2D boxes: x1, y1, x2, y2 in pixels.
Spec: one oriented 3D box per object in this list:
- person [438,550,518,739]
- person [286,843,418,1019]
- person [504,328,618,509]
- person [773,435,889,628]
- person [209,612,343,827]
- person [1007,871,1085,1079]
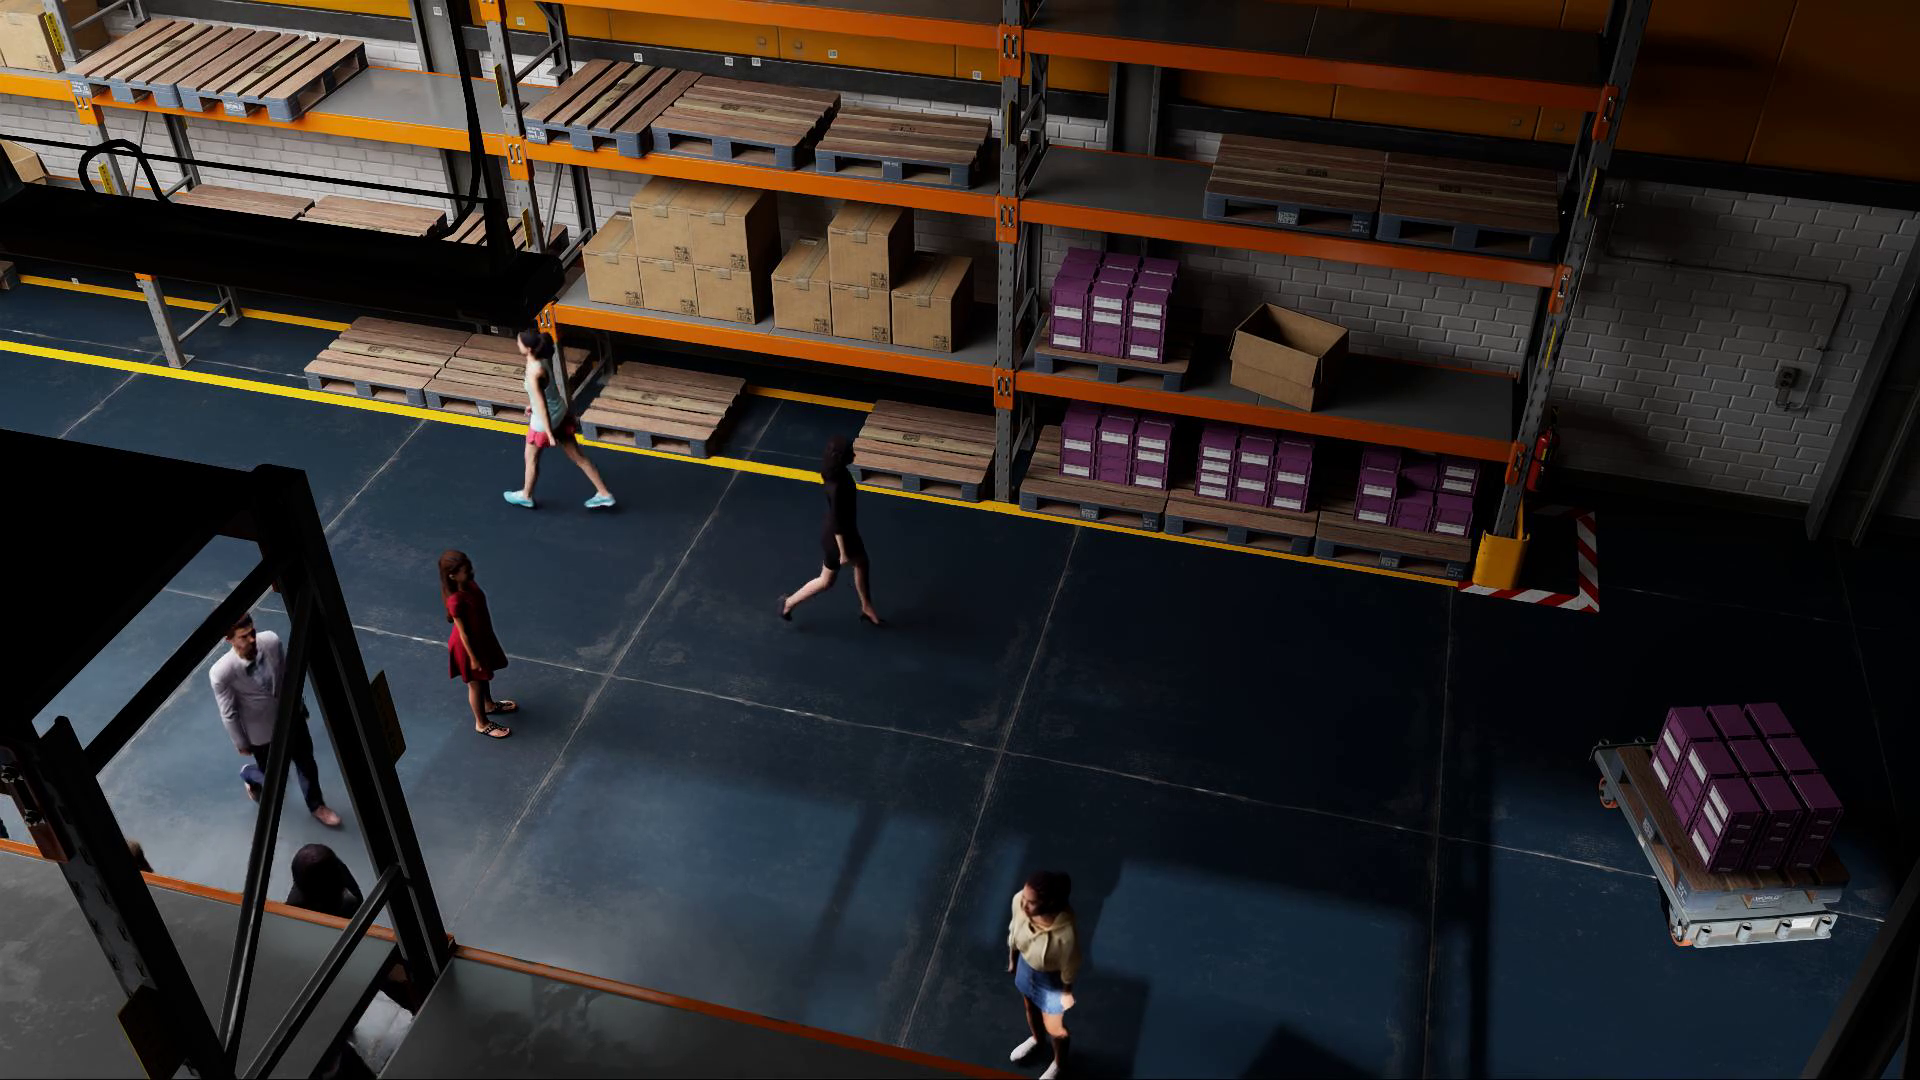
[{"bbox_3d":[-3.373,0.689,11.493,0.680,1.554,0.618,-1,39,-2],"label":"person"},{"bbox_3d":[-3.643,2.302,9.463,1.048,1.566,0.617,9,39,11],"label":"person"},{"bbox_3d":[-3.217,-0.930,13.385,1.192,1.722,0.648,6,39,7],"label":"person"},{"bbox_3d":[-0.980,-0.006,12.191,1.148,1.770,0.766,3,39,4],"label":"person"},{"bbox_3d":[-4.494,1.130,10.714,1.034,1.836,0.862,22,44,25],"label":"person"},{"bbox_3d":[0.474,2.402,9.287,0.674,1.631,0.788,32,48,33],"label":"person"}]
